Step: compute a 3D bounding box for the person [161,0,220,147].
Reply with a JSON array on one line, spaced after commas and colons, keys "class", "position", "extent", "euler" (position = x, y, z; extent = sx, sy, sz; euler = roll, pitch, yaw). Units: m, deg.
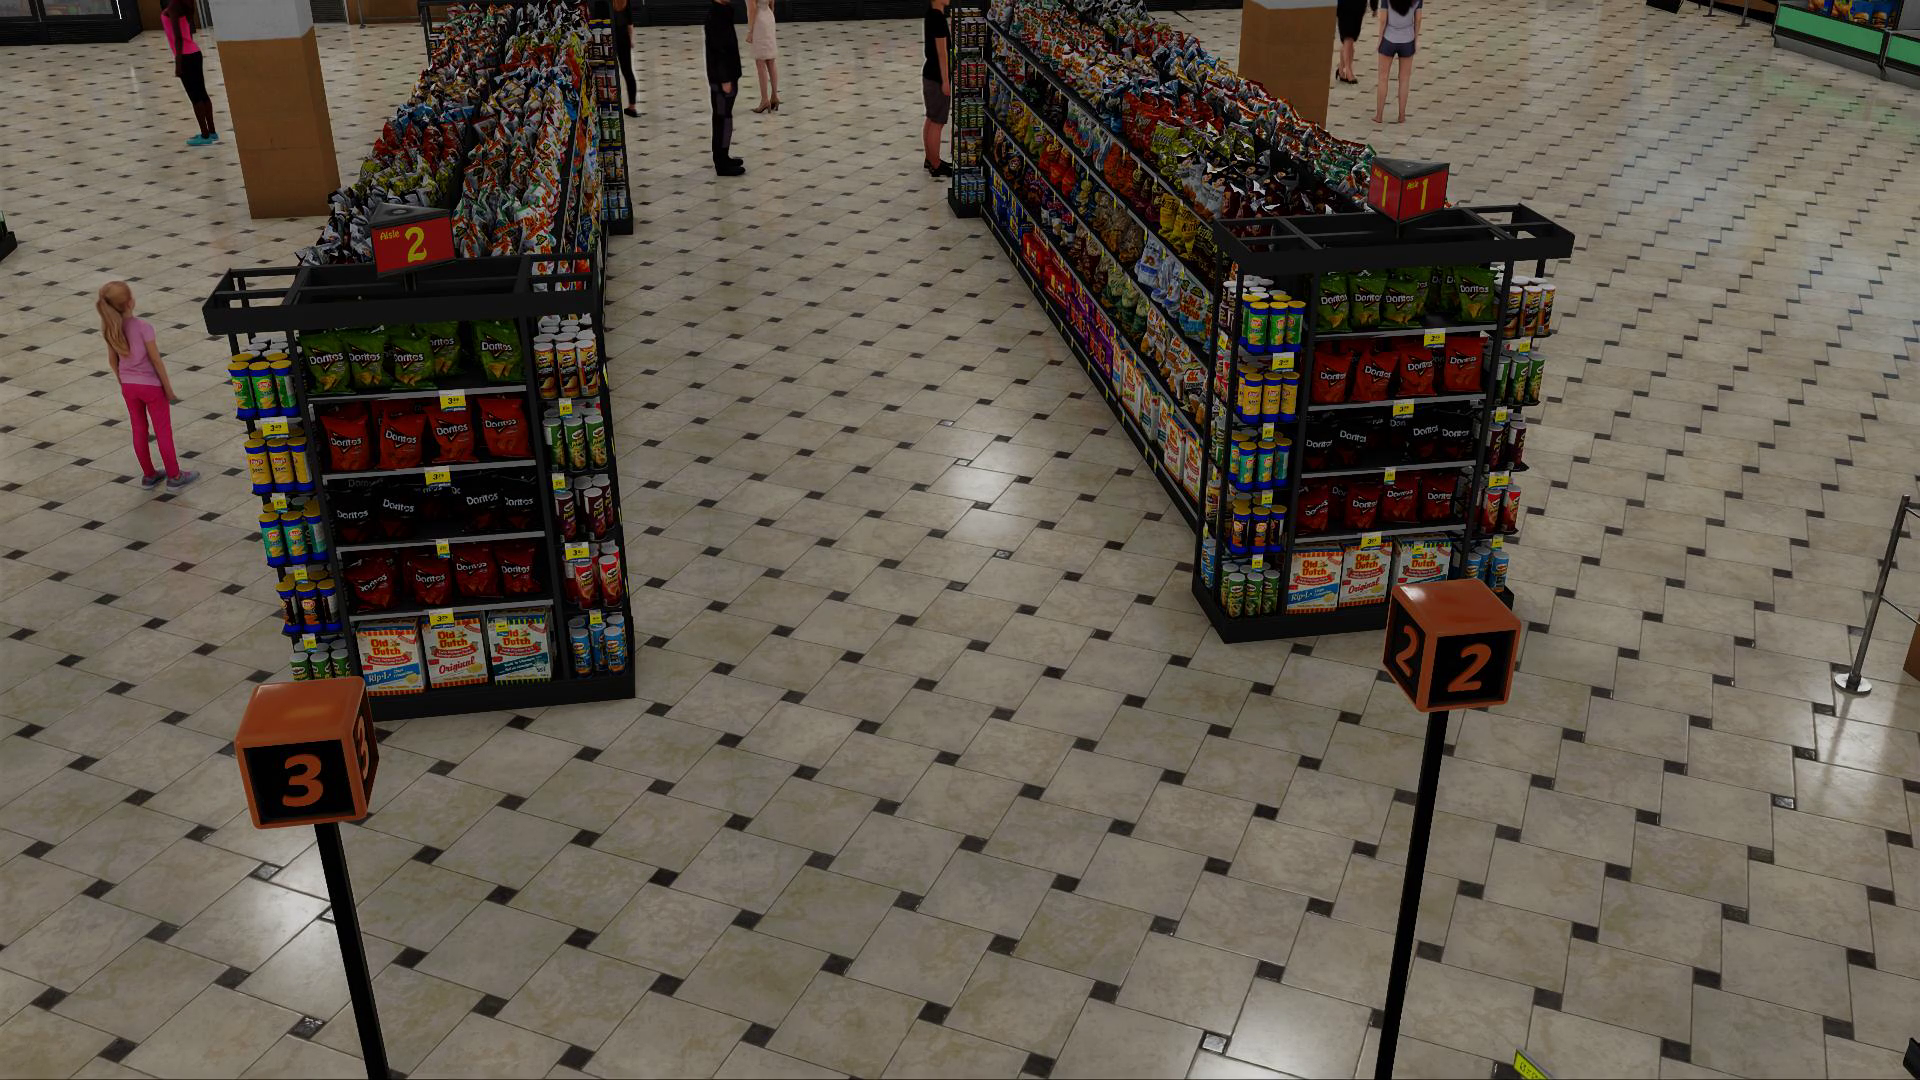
[{"class": "person", "position": [-7.922, -4.940, 17.080], "extent": [0.655, 1.722, 0.535], "euler": [0, 27, 0]}]

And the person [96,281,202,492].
[{"class": "person", "position": [-4.725, -0.894, 9.607], "extent": [0.557, 1.267, 0.604], "euler": [5, 27, 9]}]

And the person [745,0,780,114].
[{"class": "person", "position": [-2.184, -5.629, 18.425], "extent": [0.744, 1.736, 0.680], "euler": [17, 31, 30]}]

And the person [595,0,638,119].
[{"class": "person", "position": [-3.758, -5.474, 18.145], "extent": [0.673, 1.712, 0.686], "euler": [-22, 34, -36]}]

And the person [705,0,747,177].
[{"class": "person", "position": [-2.296, -4.470, 16.027], "extent": [0.780, 1.838, 0.492], "euler": [-4, 27, -8]}]

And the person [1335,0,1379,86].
[{"class": "person", "position": [4.634, -6.289, 19.816], "extent": [0.754, 1.655, 0.902], "euler": [-8, 28, -15]}]

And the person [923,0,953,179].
[{"class": "person", "position": [-0.220, -4.455, 15.972], "extent": [0.743, 1.861, 0.496], "euler": [-5, 27, -11]}]

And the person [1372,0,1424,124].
[{"class": "person", "position": [4.726, -5.387, 17.981], "extent": [0.645, 1.706, 0.611], "euler": [2, 27, 4]}]
